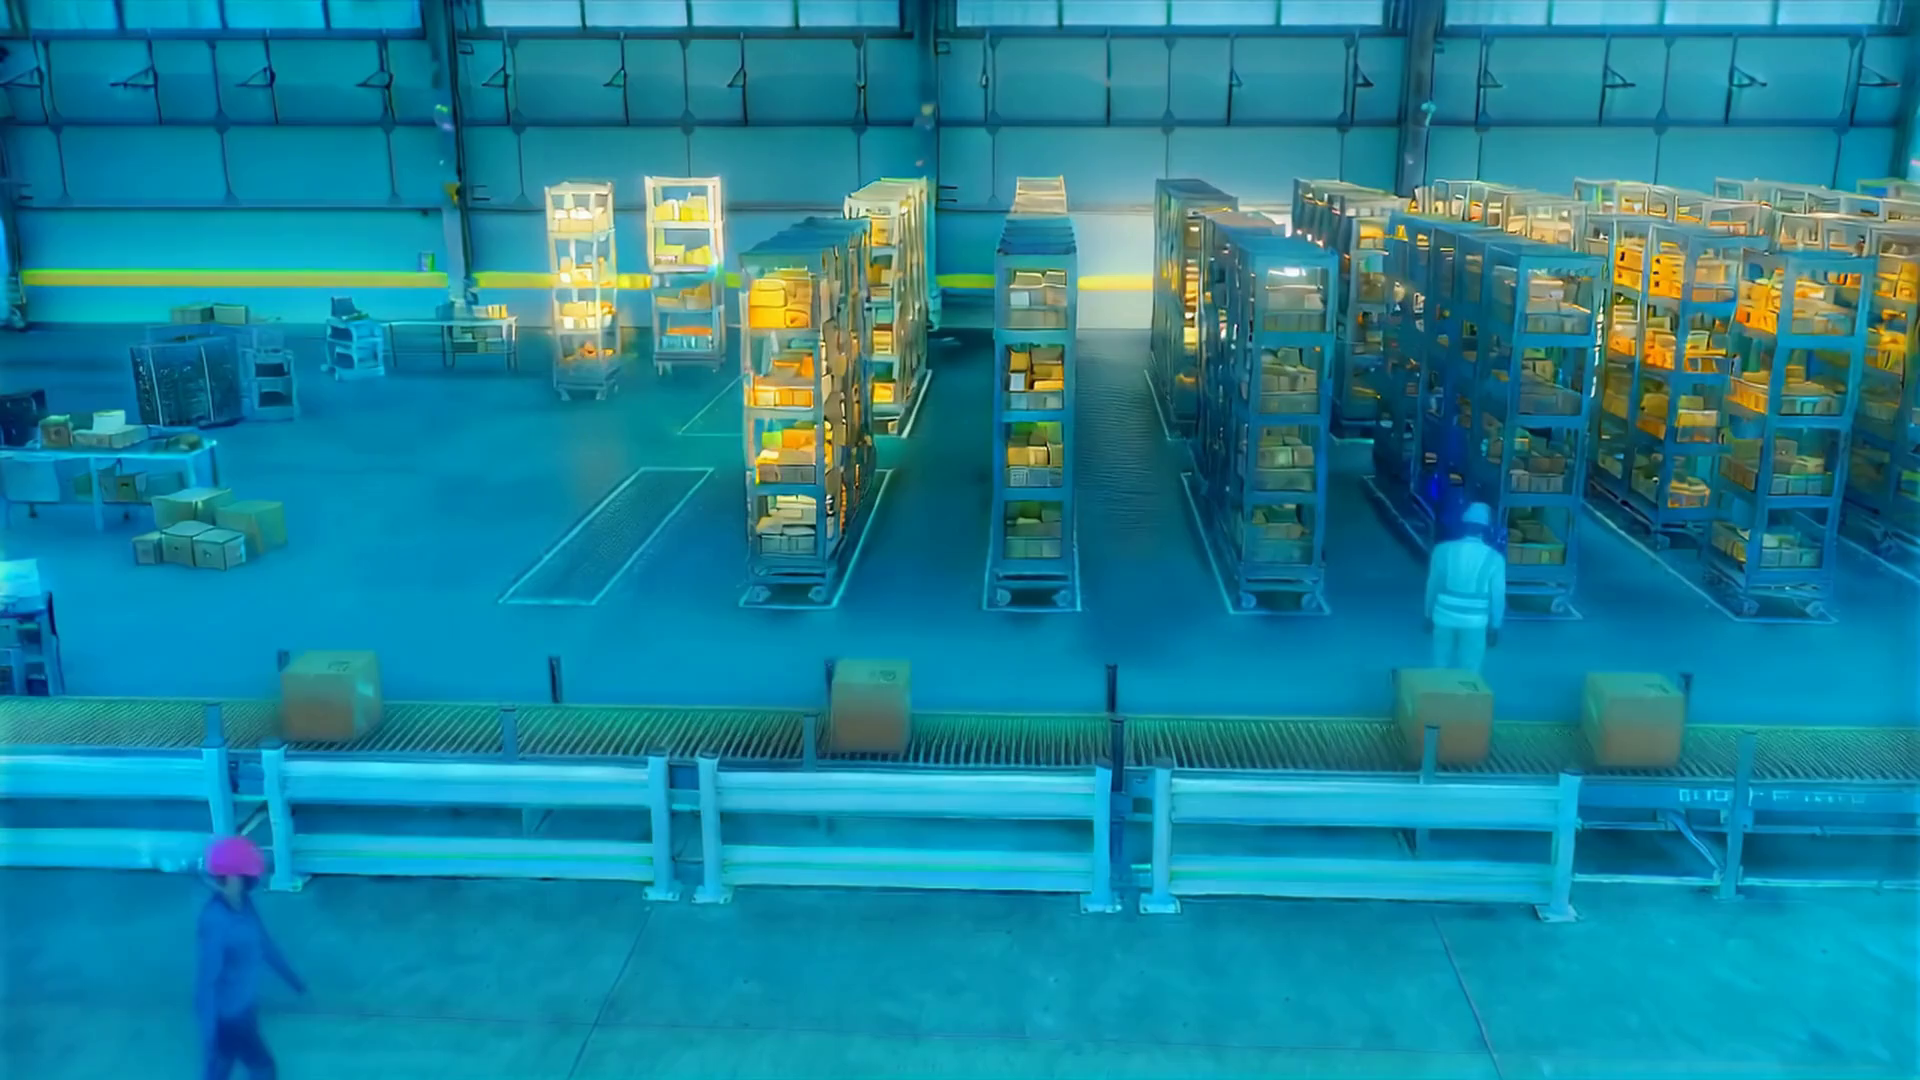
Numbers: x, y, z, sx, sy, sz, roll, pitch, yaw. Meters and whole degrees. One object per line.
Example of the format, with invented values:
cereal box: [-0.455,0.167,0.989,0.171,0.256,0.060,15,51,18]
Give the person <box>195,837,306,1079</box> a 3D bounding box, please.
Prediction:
person: [-3.402,2.221,8.027,0.871,1.723,0.536,-2,15,-7]

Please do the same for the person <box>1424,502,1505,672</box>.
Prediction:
person: [4.089,0.642,13.523,0.632,1.928,0.439,8,17,27]
